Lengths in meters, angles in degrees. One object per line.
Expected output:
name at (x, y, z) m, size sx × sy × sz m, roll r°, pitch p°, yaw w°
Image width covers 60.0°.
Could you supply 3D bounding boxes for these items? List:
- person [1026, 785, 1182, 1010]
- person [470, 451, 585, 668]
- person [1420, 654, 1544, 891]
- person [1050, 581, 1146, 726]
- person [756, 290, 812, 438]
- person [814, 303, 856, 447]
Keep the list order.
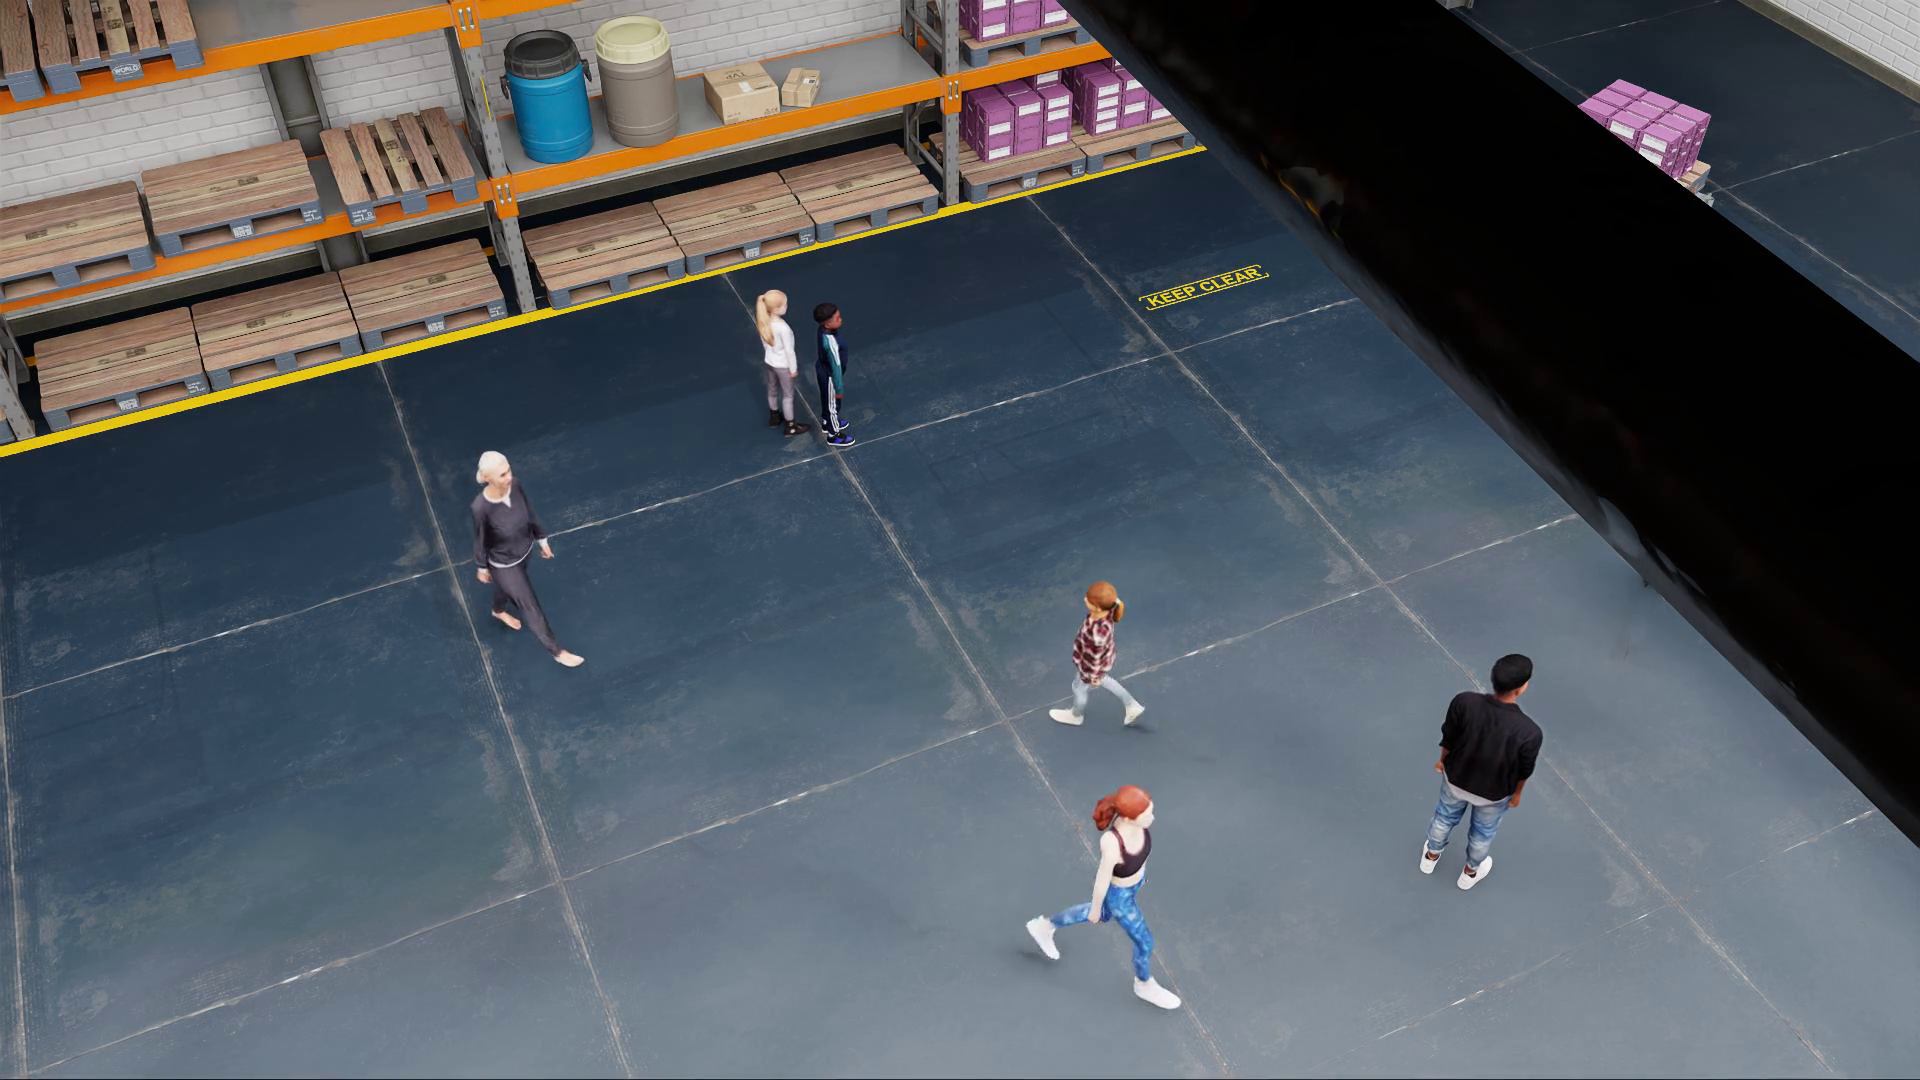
person at (0.775, 1.879, 8.966) m, size 1.116 × 1.746 × 1.147 m, roll 18°, pitch 47°, yaw 18°
person at (-3.012, 0.062, 10.926) m, size 1.105 × 1.674 × 1.123 m, roll 20°, pitch 47°, yaw 20°
person at (2.963, 1.341, 9.490) m, size 0.785 × 1.803 × 0.786 m, roll 25°, pitch 49°, yaw 24°
person at (0.915, 0.745, 10.485) m, size 0.905 × 1.292 × 0.833 m, roll 11°, pitch 45°, yaw 12°
person at (-1.386, -1.355, 12.700) m, size 0.570 × 1.279 × 0.546 m, roll -32°, pitch 52°, yaw -29°
person at (-0.981, -1.282, 12.640) m, size 0.514 × 1.256 × 0.535 m, roll -10°, pitch 44°, yaw -10°
